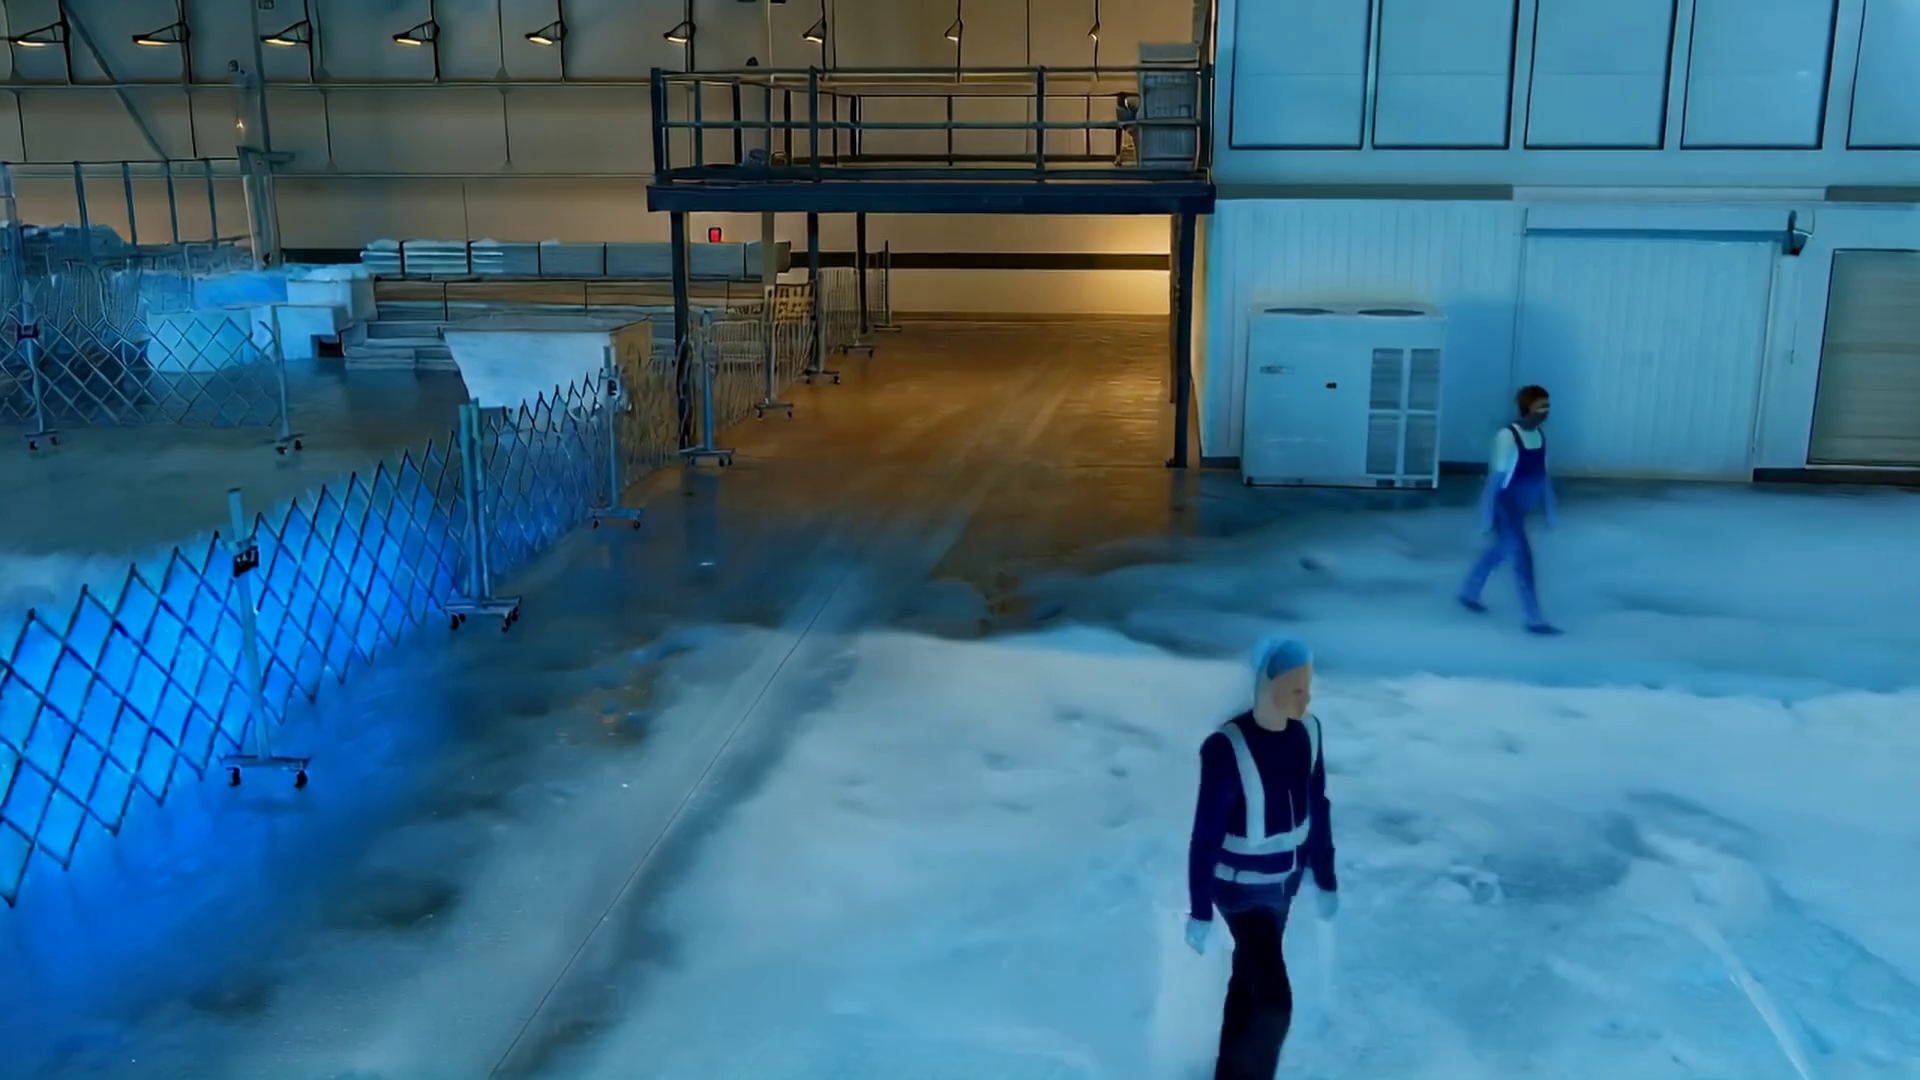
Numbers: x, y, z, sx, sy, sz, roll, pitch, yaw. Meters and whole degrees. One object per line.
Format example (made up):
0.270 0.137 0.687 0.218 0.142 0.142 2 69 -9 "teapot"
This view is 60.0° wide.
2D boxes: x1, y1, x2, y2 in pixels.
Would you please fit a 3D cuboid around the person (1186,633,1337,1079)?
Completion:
1.116 1.246 5.802 0.616 1.864 0.604 -12 18 -41 "person"

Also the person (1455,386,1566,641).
4.012 -0.235 12.036 0.527 1.796 0.978 -10 17 -37 "person"
